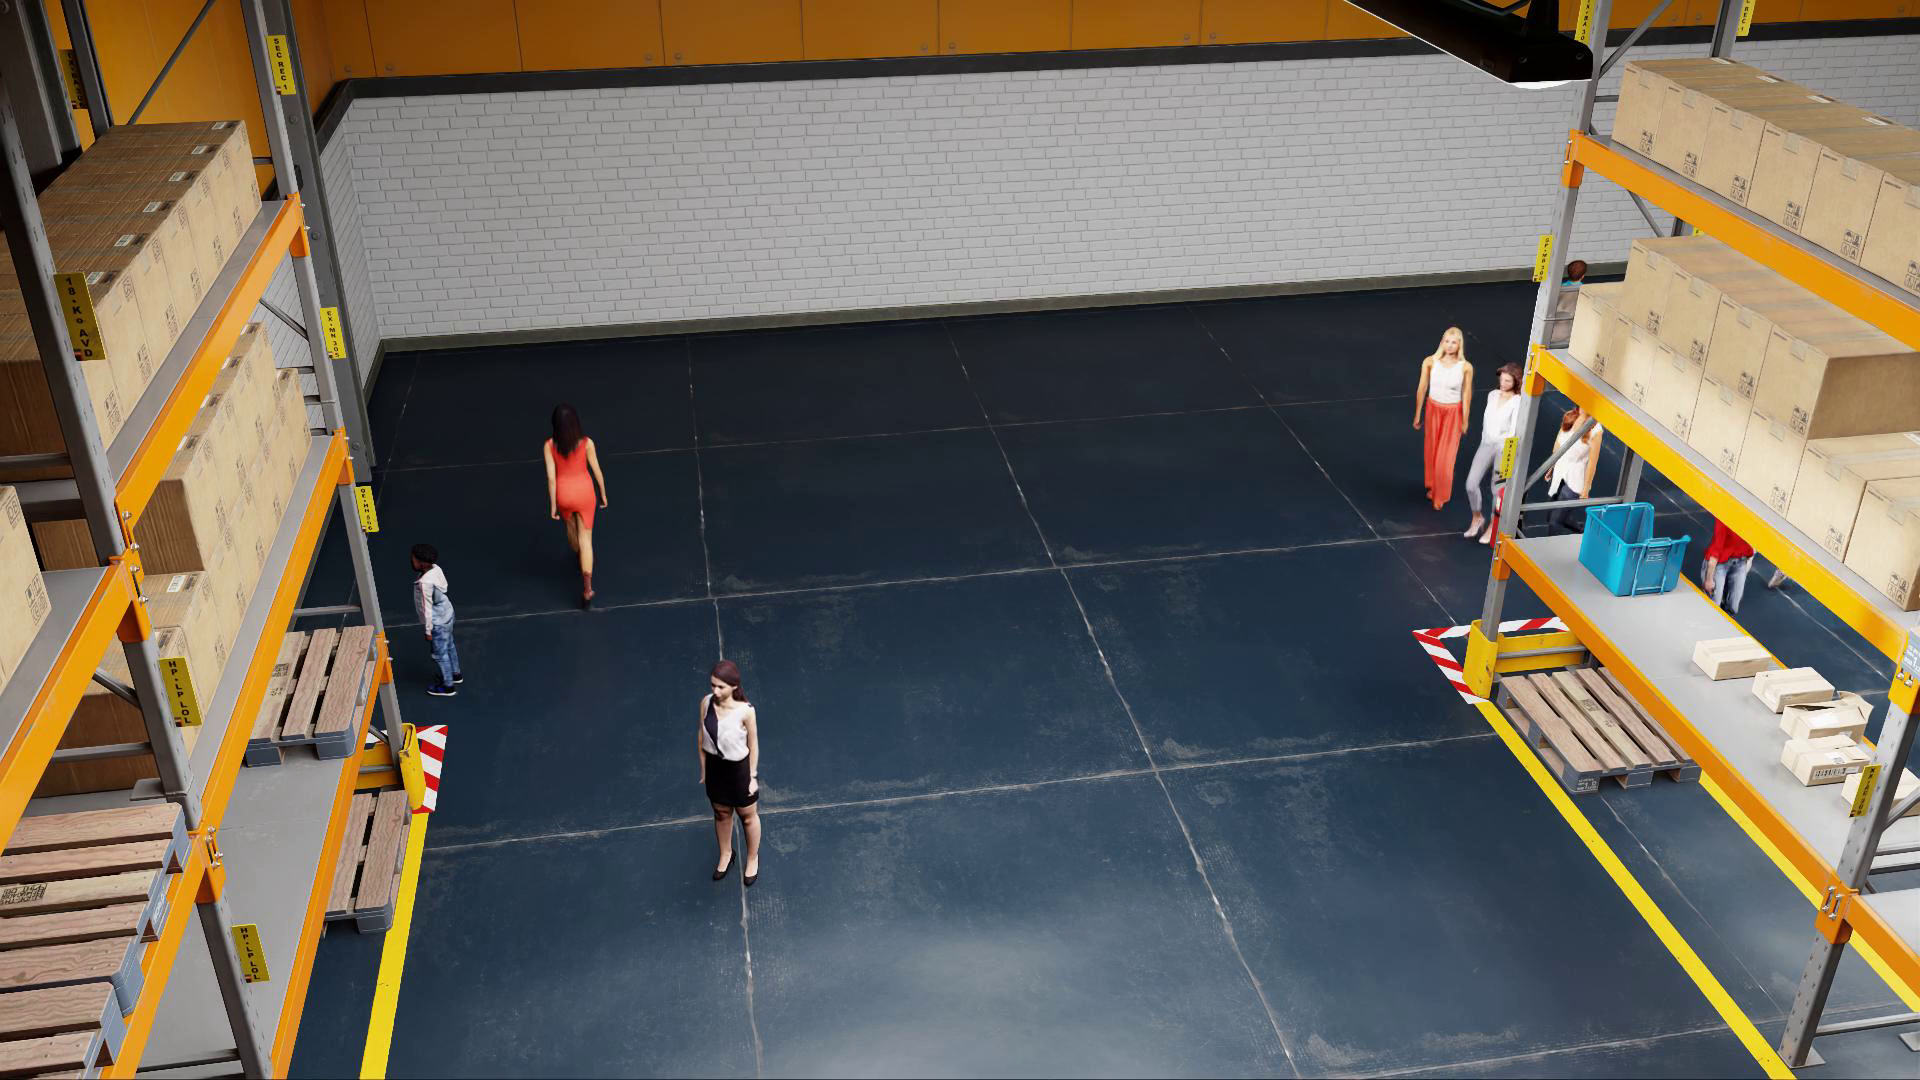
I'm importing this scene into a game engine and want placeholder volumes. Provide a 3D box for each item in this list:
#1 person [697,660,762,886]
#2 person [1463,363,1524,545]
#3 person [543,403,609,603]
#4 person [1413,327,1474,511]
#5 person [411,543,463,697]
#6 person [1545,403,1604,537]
[{"bbox_3d":[-1.449,1.474,10.542,0.628,1.649,0.641,8,30,15],"label":"person"},{"bbox_3d":[4.763,-0.754,14.521,0.753,1.750,0.685,-18,33,-29],"label":"person"},{"bbox_3d":[-3.166,-0.283,13.735,0.610,1.676,1.106,-5,29,-8],"label":"person"},{"bbox_3d":[4.424,-1.137,15.205,0.941,1.769,1.020,16,33,27],"label":"person"},{"bbox_3d":[-3.956,0.585,12.580,0.559,1.258,0.460,0,29,0],"label":"person"},{"bbox_3d":[5.220,-0.502,14.049,0.771,1.760,0.902,-9,30,-16],"label":"person"}]
